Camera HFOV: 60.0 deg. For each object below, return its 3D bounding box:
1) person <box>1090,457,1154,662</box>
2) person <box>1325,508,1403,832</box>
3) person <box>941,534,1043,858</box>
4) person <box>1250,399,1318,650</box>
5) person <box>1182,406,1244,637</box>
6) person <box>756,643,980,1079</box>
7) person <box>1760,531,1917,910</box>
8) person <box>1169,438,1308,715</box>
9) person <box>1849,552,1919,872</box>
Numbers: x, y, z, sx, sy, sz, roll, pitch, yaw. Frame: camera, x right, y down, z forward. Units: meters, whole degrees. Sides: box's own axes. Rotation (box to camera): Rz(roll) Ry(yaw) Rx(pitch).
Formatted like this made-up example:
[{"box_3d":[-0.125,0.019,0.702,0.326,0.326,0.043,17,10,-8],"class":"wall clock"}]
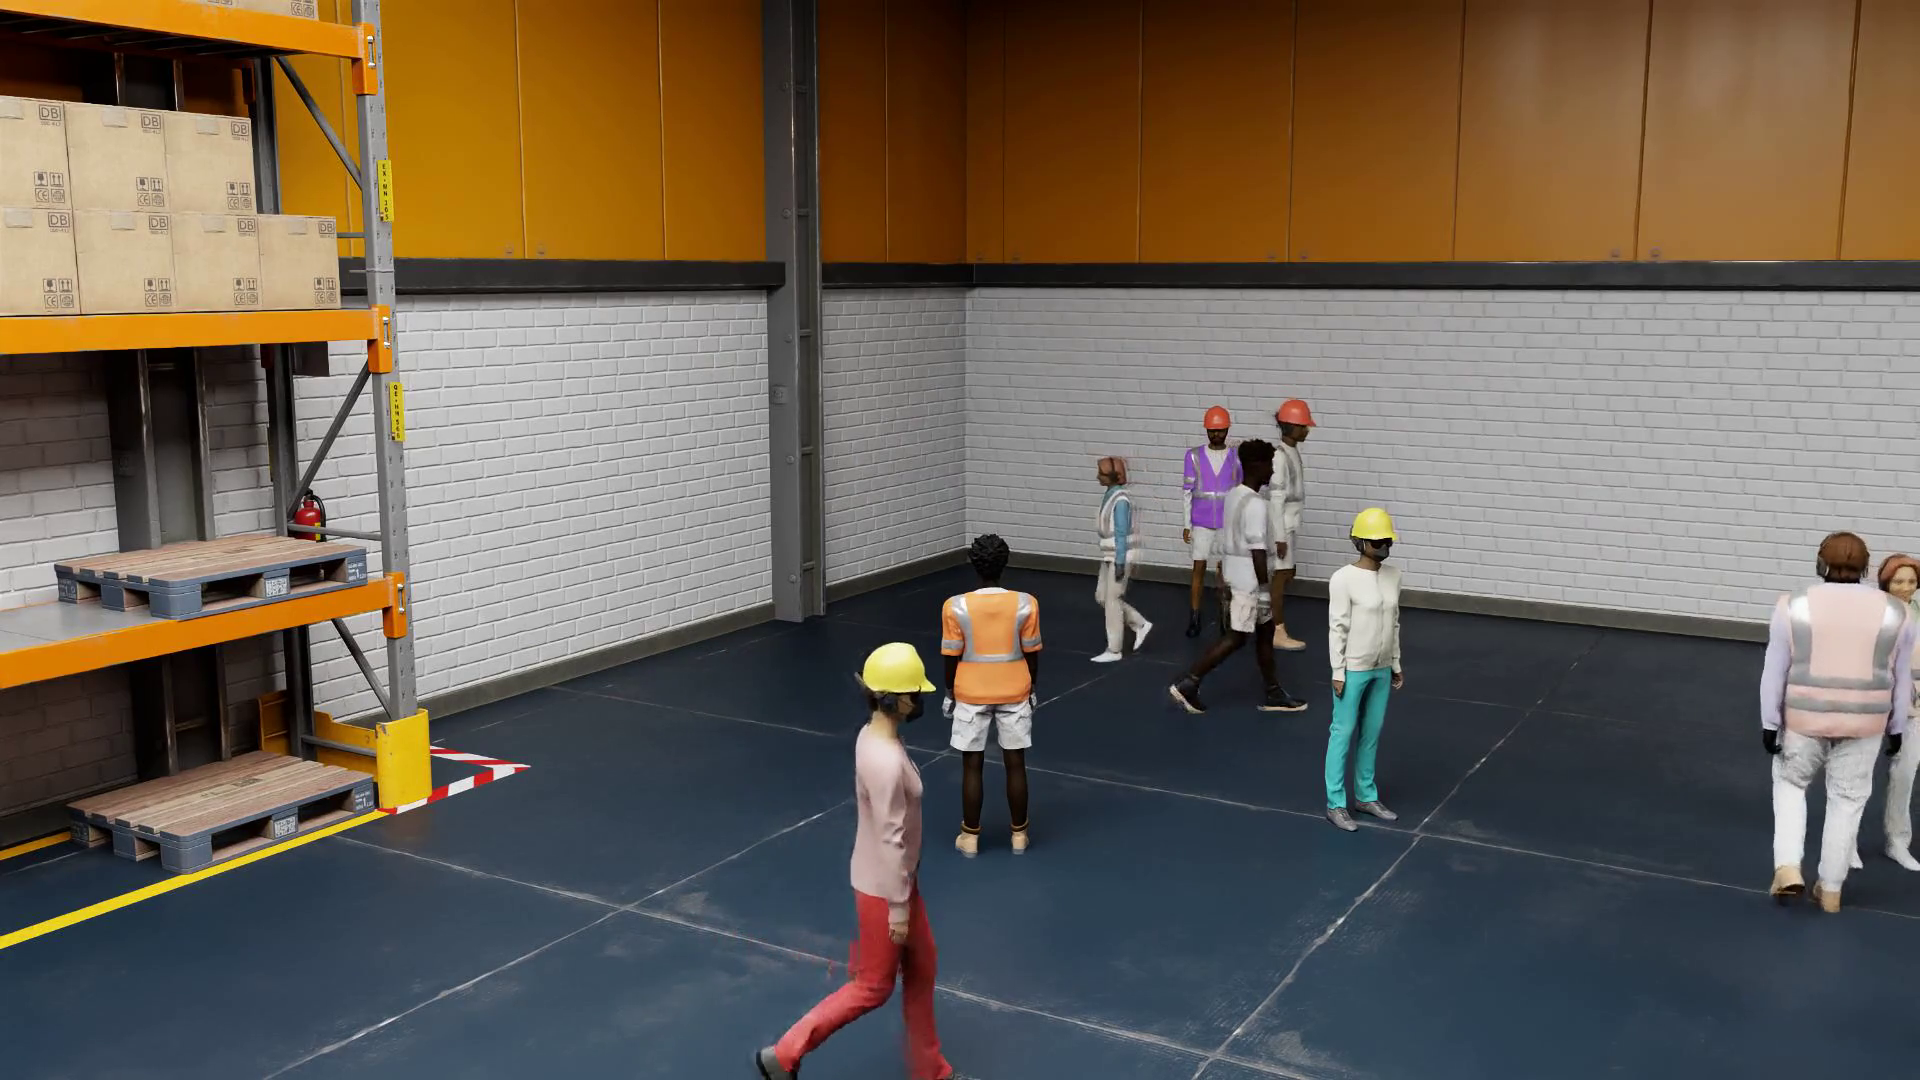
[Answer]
[{"box_3d":[1.271,0.154,12.974,0.452,1.624,0.514,-1,9,-8],"class":"person"},{"box_3d":[2.229,0.699,9.116,0.522,1.769,0.311,-6,11,-33],"class":"person"},{"box_3d":[0.161,0.811,8.640,0.533,1.693,0.319,-1,9,-8],"class":"person"},{"box_3d":[2.577,-0.122,13.463,0.623,2.029,0.648,4,10,22],"class":"person"},{"box_3d":[2.127,-0.153,13.893,0.545,1.939,0.354,1,9,6],"class":"person"},{"box_3d":[-0.317,1.217,5.963,0.790,1.737,0.534,-1,9,-5],"class":"person"},{"box_3d":[4.131,0.865,7.876,0.641,1.828,0.429,4,10,22],"class":"person"},{"box_3d":[1.913,0.258,11.369,0.951,1.932,0.611,-1,9,-4],"class":"person"},{"box_3d":[4.716,0.868,8.459,0.523,1.636,0.311,0,9,-1],"class":"person"}]
